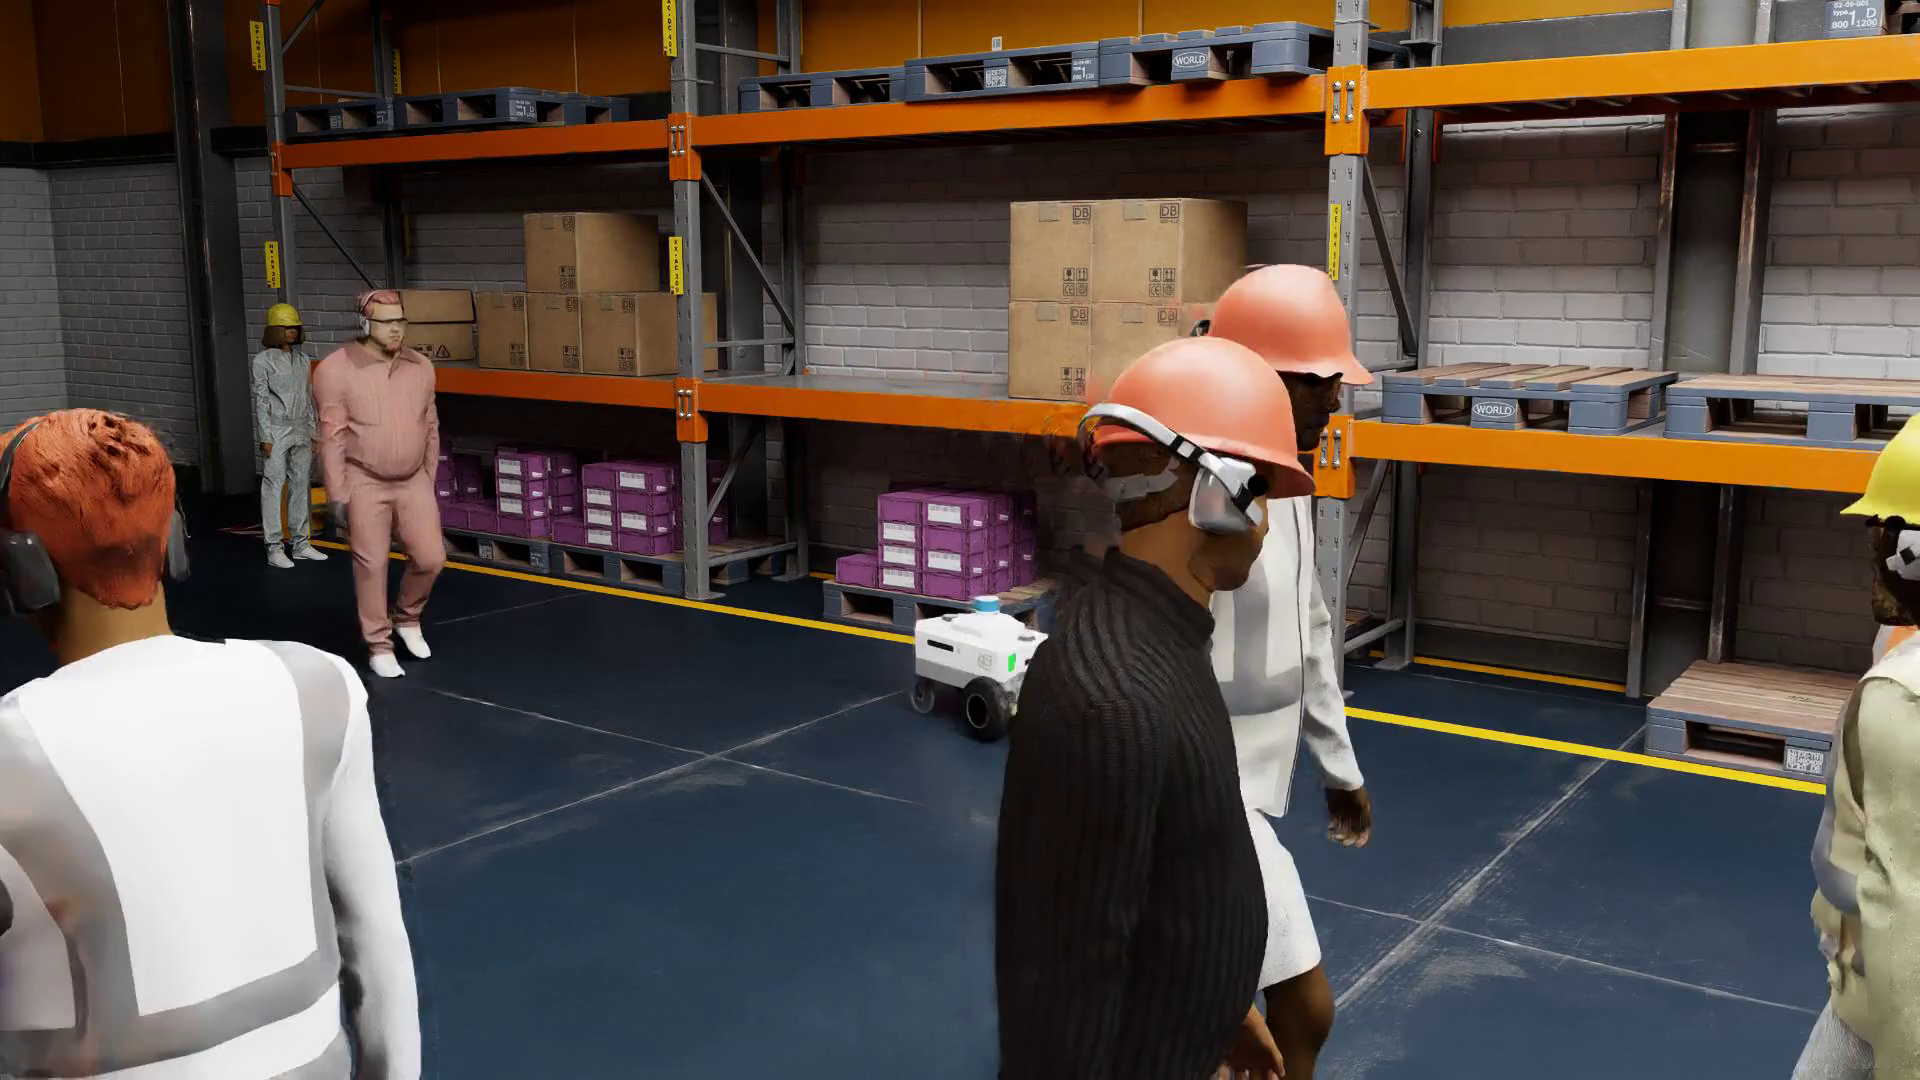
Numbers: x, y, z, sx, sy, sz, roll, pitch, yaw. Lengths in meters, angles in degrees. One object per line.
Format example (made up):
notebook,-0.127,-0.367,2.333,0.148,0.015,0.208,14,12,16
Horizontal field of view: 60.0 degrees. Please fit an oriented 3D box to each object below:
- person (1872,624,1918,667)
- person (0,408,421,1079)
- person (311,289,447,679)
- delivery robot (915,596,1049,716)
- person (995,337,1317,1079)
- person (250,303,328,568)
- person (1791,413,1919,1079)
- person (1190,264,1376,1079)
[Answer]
person,1.918,0.647,3.213,0.319,1.695,0.532,-2,10,-13
person,-1.024,0.765,2.045,0.941,1.842,0.615,6,11,33
person,-2.779,-0.261,8.062,0.644,1.889,0.420,-9,13,-43
delivery robot,0.119,0.488,7.273,0.477,0.478,0.707,-8,12,-39
person,0.164,0.696,2.236,0.974,1.938,0.617,1,10,7
person,-4.463,-0.698,11.078,0.296,1.745,0.484,4,10,23
person,1.510,0.689,2.688,0.587,1.780,0.899,-5,11,-26
person,0.610,0.490,3.206,0.816,2.002,0.638,4,10,24
